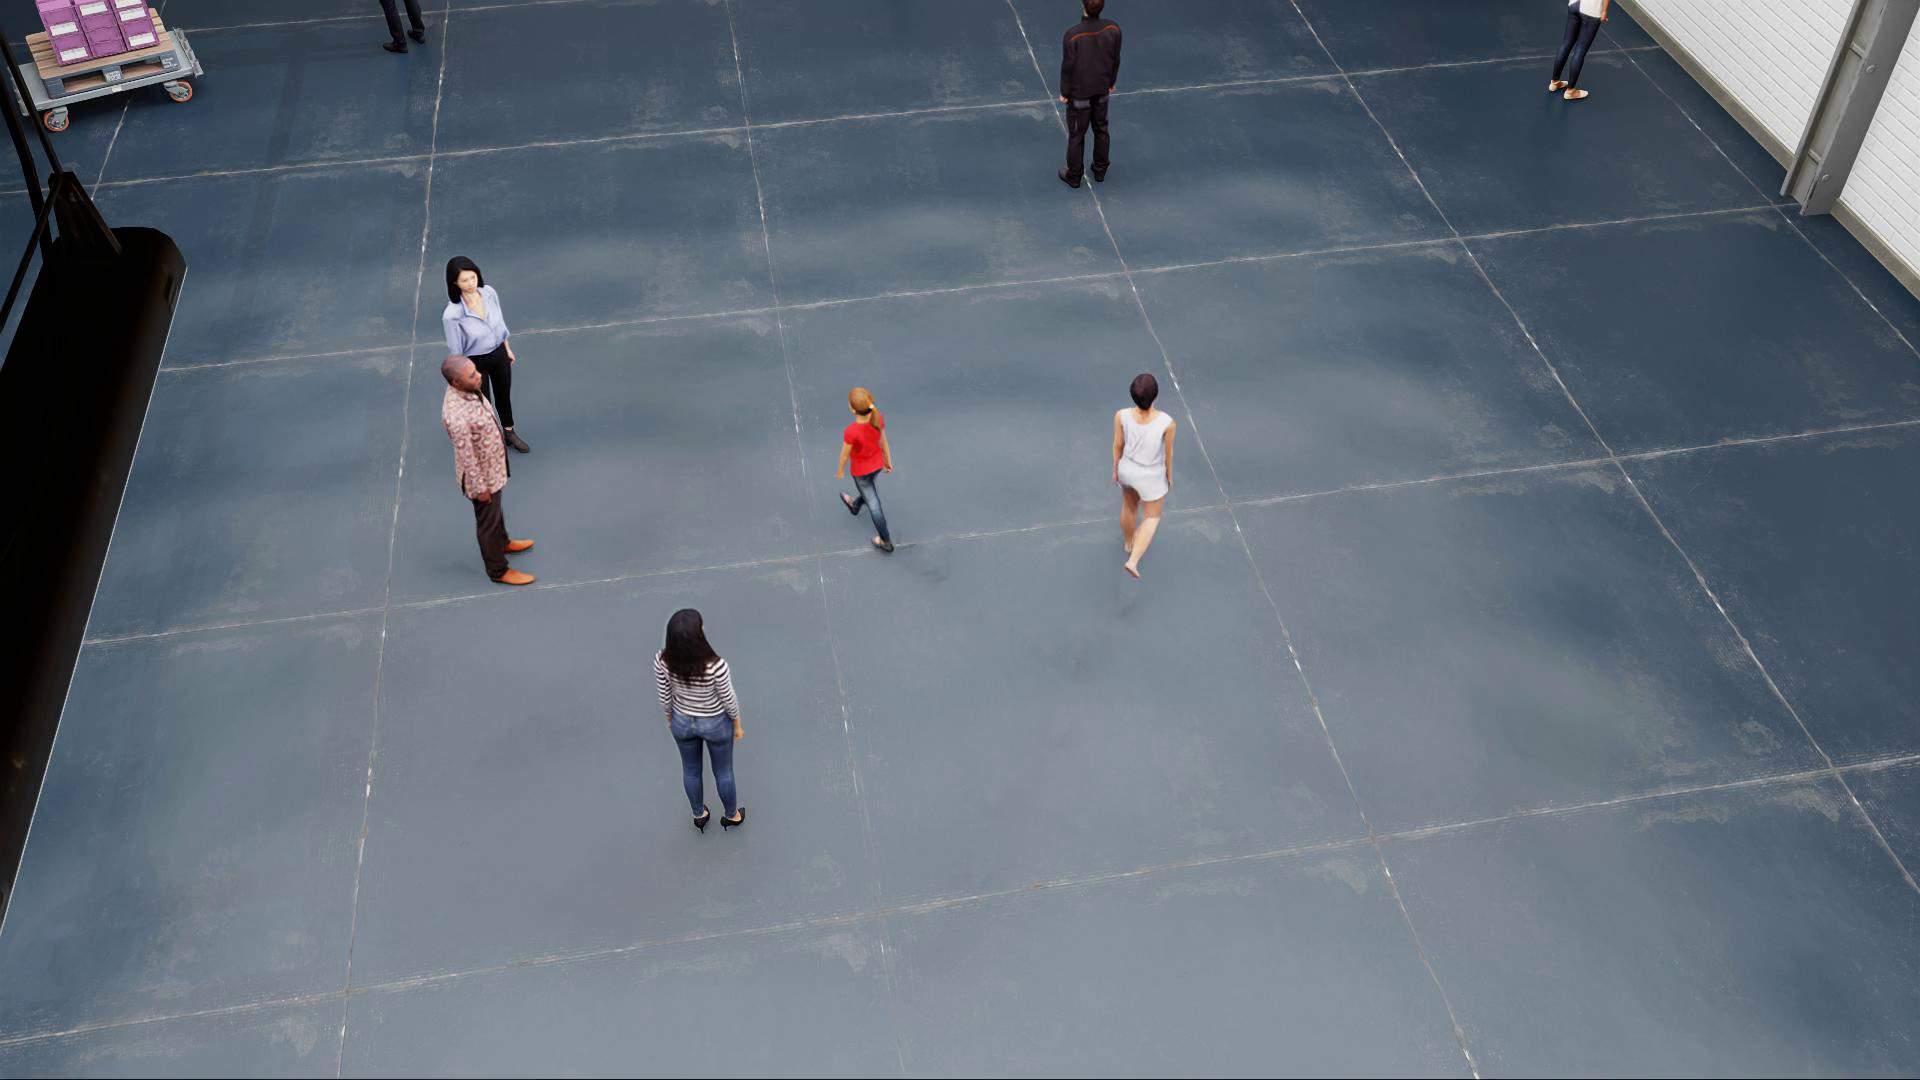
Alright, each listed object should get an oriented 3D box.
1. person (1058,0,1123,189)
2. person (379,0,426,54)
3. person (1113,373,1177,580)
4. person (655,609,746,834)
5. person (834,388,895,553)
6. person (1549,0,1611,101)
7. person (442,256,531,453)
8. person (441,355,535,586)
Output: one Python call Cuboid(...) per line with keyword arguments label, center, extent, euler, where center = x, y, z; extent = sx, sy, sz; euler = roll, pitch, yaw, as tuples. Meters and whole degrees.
Cuboid(label="person", center=(1.137, -3.980, 14.660), extent=(0.763, 1.838, 0.642), euler=(-15, 46, -15))
Cuboid(label="person", center=(-5.712, -5.784, 16.553), extent=(0.862, 1.841, 0.788), euler=(23, 48, 23))
Cuboid(label="person", center=(1.195, -0.401, 11.084), extent=(0.817, 1.589, 0.936), euler=(16, 46, 16))
Cuboid(label="person", center=(-1.461, 1.052, 9.409), extent=(0.632, 1.797, 0.582), euler=(6, 44, 6))
Cuboid(label="person", center=(-0.583, -0.453, 11.360), extent=(0.779, 1.283, 0.934), euler=(-32, 52, -29))
Cuboid(label="person", center=(5.964, -5.074, 15.847), extent=(0.704, 1.785, 0.565), euler=(-20, 47, -20))
Cuboid(label="person", center=(-3.397, -1.278, 11.893), extent=(0.777, 1.743, 0.733), euler=(29, 51, 27))
Cuboid(label="person", center=(-3.186, -0.486, 11.016), extent=(0.744, 1.807, 0.537), euler=(-5, 44, -5))
